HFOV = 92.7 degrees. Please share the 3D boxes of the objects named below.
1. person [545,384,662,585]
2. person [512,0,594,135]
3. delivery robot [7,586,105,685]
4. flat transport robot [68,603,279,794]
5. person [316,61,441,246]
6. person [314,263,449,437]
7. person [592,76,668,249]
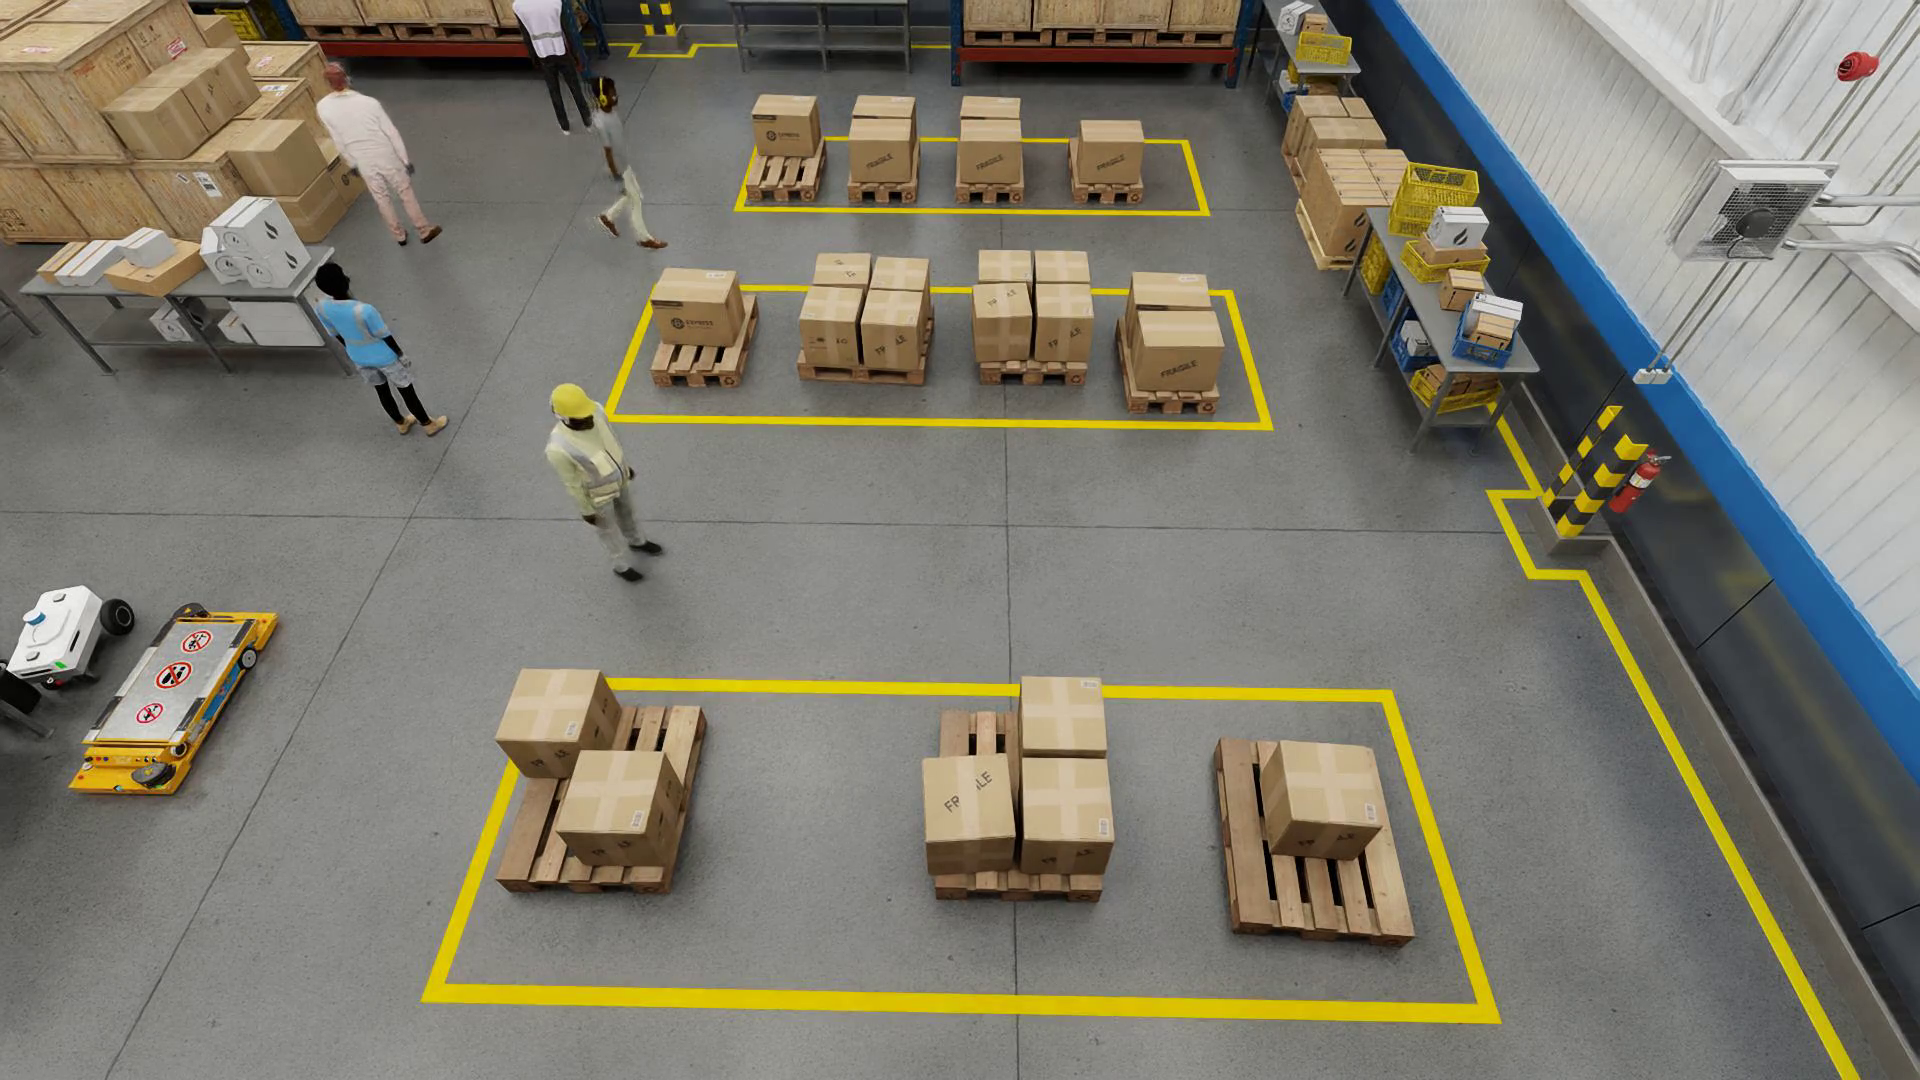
[{"bbox_3d":[-2.595,-0.409,6.680,0.404,1.830,0.599,13,51,11],"label":"person"},{"bbox_3d":[-5.069,-6.061,11.416,0.586,1.910,0.389,-14,51,-12],"label":"person"},{"bbox_3d":[-6.435,0.677,6.532,0.477,0.478,0.707,-12,51,-10],"label":"delivery robot"},{"bbox_3d":[-5.504,1.072,6.442,0.652,0.197,1.431,1,50,1],"label":"flat transport robot"},{"bbox_3d":[-6.183,-4.059,9.722,0.650,1.904,0.403,-9,50,-8],"label":"person"},{"bbox_3d":[-4.928,-1.566,7.745,0.532,1.697,0.319,7,50,6],"label":"person"},{"bbox_3d":[-3.636,-3.909,9.634,0.627,1.851,0.528,-2,50,-2],"label":"person"}]
